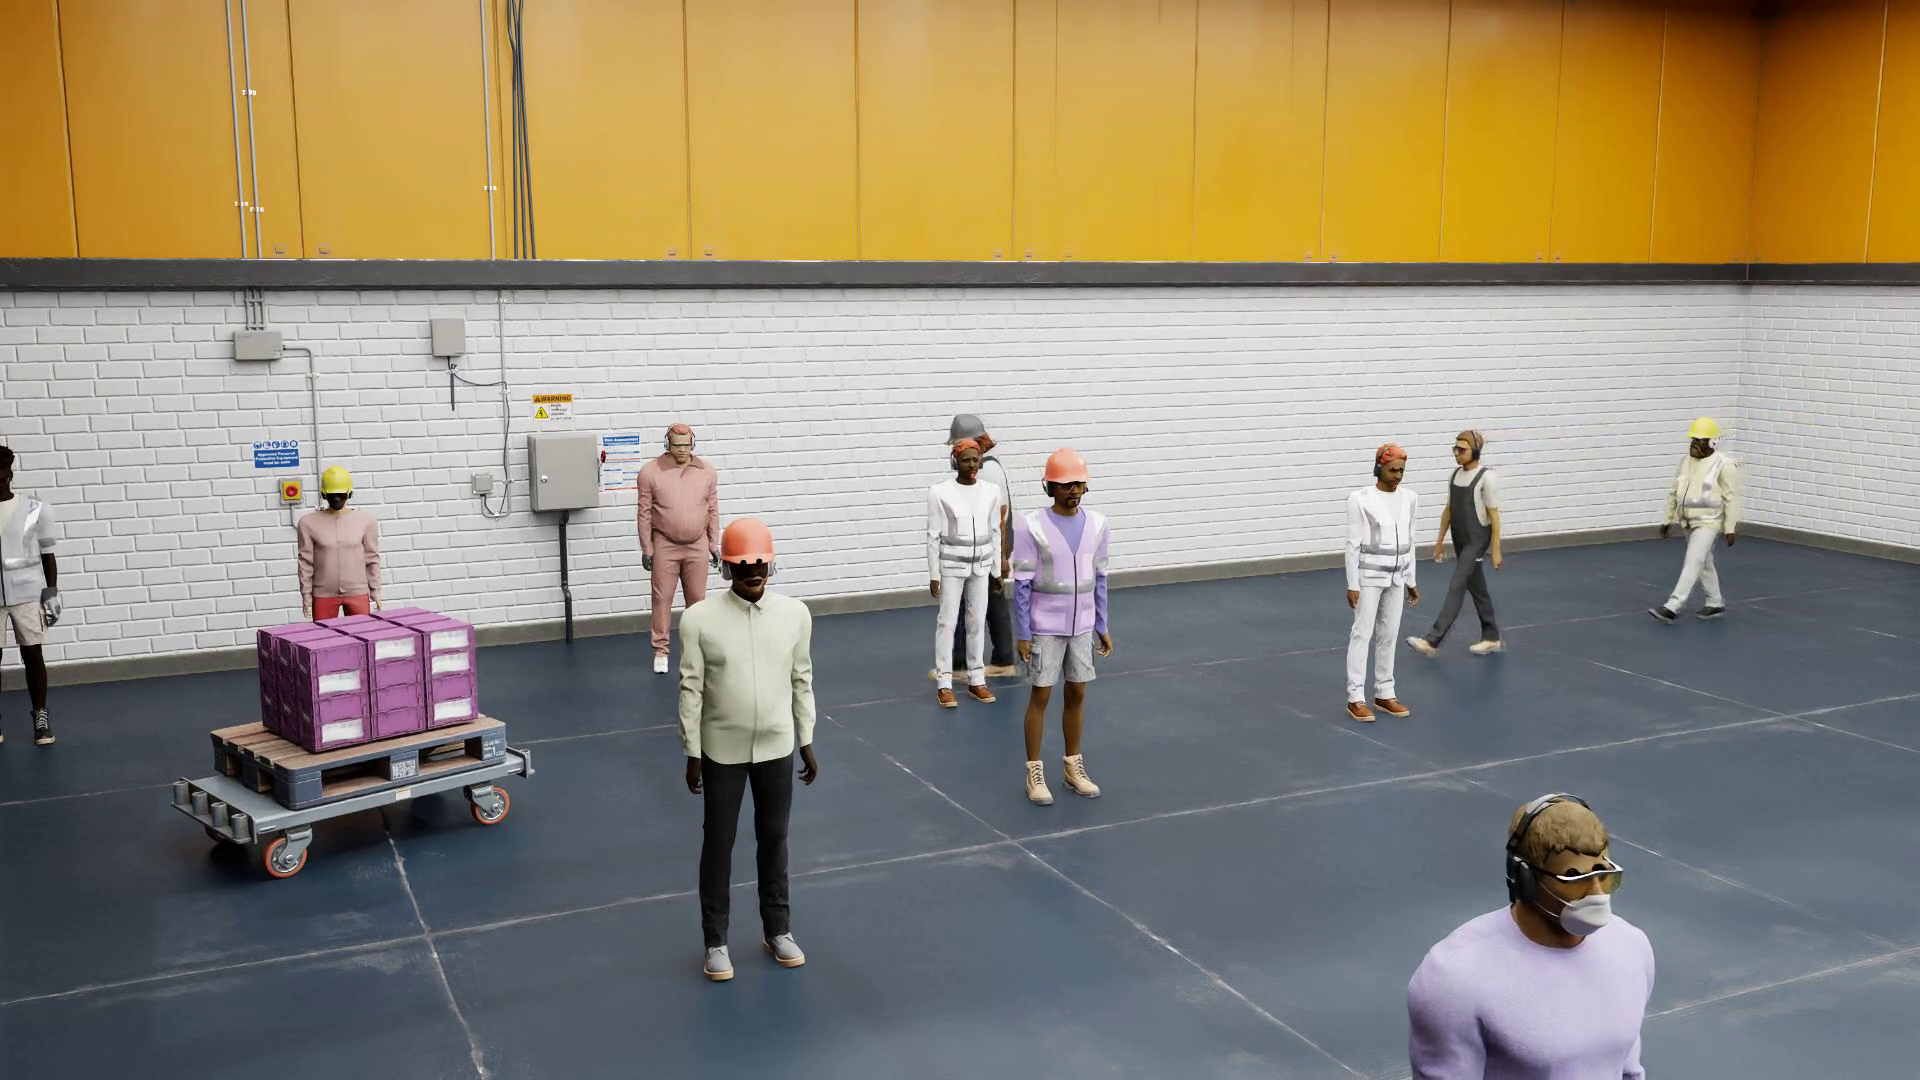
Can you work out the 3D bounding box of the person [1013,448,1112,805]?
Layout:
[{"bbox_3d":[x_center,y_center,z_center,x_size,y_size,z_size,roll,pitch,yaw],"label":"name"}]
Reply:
[{"bbox_3d":[0.599,0.489,9.527,0.605,2.045,0.376,-4,10,-25],"label":"person"}]

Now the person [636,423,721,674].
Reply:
[{"bbox_3d":[-2.123,0.057,12.651,0.638,1.903,0.408,-4,10,-25],"label":"person"}]

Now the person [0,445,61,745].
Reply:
[{"bbox_3d":[-6.079,0.356,10.610,0.603,1.959,0.375,-4,10,-25],"label":"person"}]

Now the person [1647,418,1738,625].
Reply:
[{"bbox_3d":[6.329,-0.163,14.368,0.915,1.779,0.621,-3,10,-19],"label":"person"}]

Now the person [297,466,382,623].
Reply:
[{"bbox_3d":[-4.133,0.376,11.114,0.523,1.760,0.324,-4,10,-25],"label":"person"}]

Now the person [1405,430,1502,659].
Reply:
[{"bbox_3d":[3.911,0.042,13.045,0.966,1.796,0.540,-3,10,-18],"label":"person"}]

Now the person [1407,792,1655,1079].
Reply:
[{"bbox_3d":[1.256,1.489,3.647,0.627,1.939,0.373,-4,10,-25],"label":"person"}]

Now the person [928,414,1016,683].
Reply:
[{"bbox_3d":[0.068,0.034,12.358,0.780,2.000,0.698,0,9,0],"label":"person"}]

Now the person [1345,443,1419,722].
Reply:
[{"bbox_3d":[2.866,0.282,11.294,0.572,1.887,0.356,-4,10,-25],"label":"person"}]

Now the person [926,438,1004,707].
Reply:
[{"bbox_3d":[0.039,0.225,11.664,0.572,1.883,0.356,-4,10,-25],"label":"person"}]

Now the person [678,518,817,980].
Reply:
[{"bbox_3d":[-0.910,0.888,7.198,0.609,1.995,0.378,-4,10,-25],"label":"person"}]
